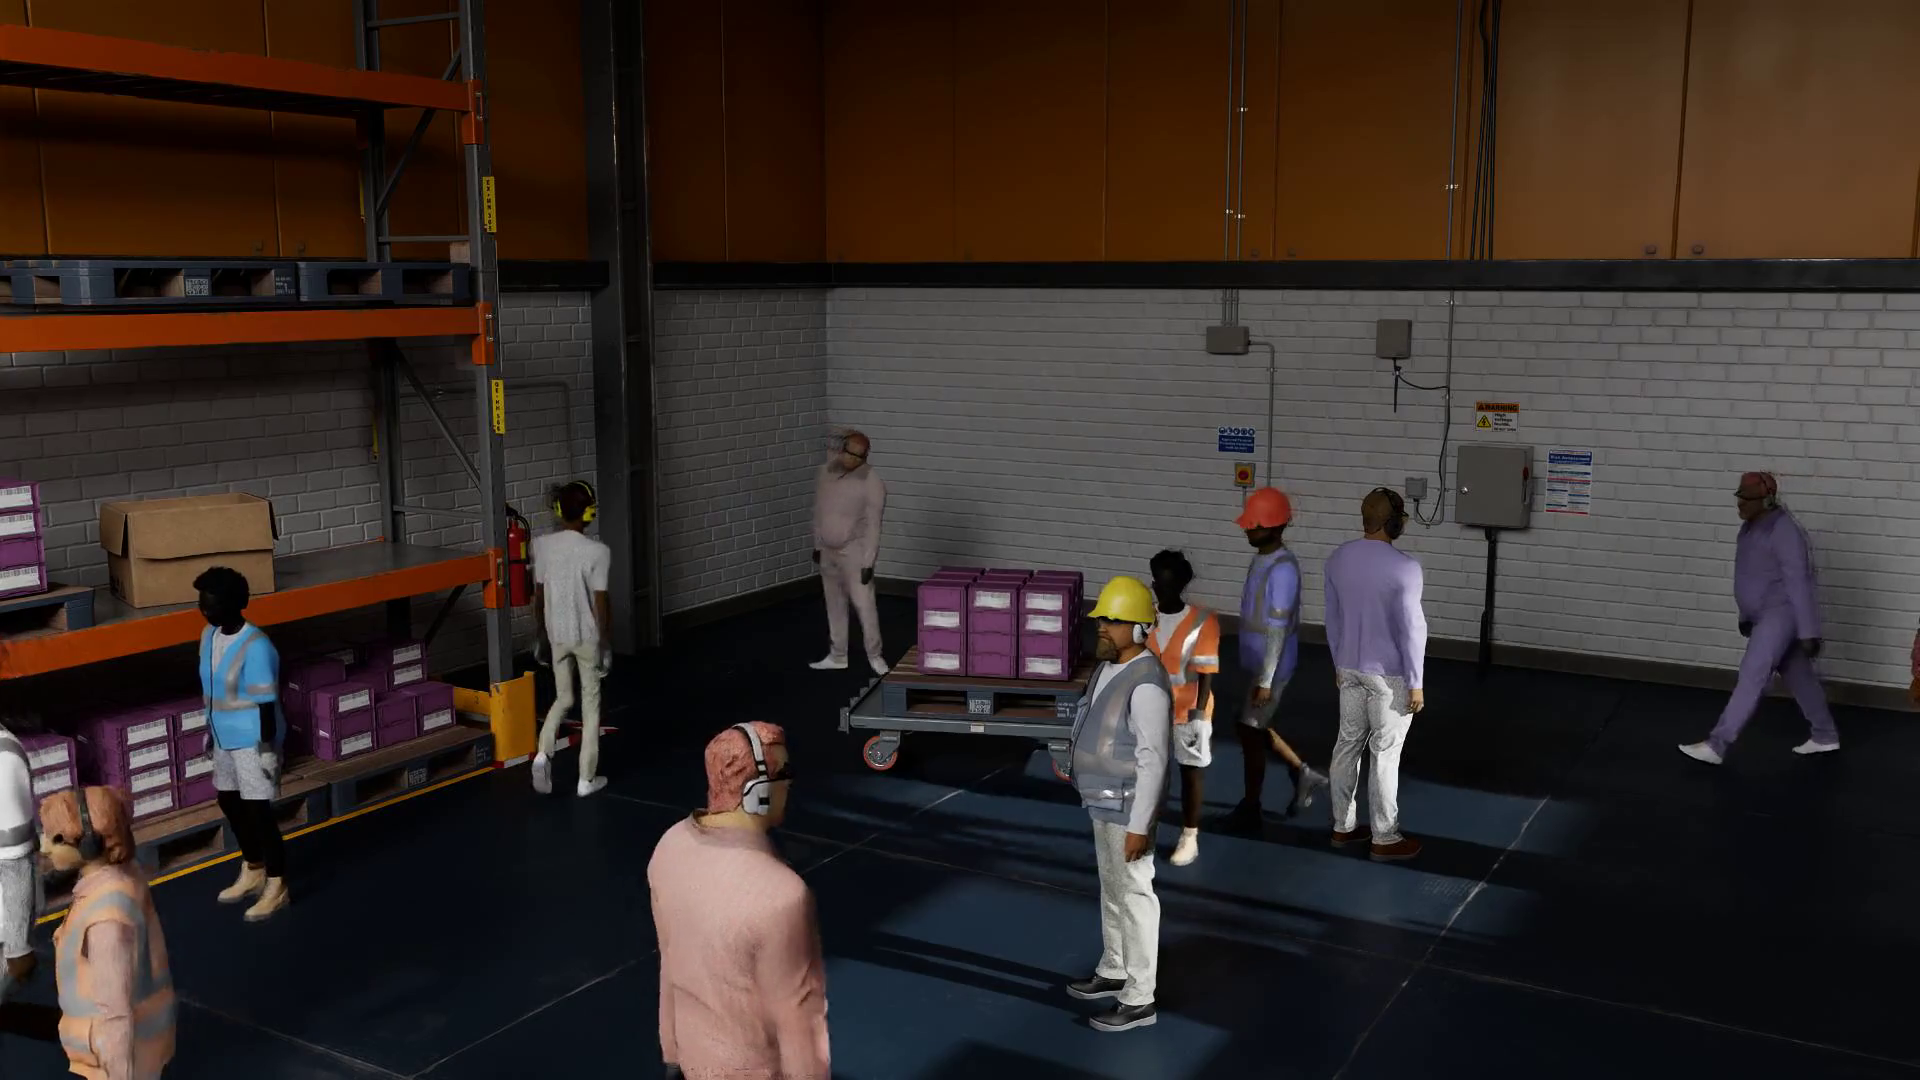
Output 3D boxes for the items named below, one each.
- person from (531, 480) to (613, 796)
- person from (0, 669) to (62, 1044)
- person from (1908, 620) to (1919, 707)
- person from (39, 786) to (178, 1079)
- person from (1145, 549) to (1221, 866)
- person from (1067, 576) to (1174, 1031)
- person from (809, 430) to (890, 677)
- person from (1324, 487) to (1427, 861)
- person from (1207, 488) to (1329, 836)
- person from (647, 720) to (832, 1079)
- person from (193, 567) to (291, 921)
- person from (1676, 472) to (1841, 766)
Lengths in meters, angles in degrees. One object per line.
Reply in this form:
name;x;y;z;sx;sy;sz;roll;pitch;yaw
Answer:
person;-2.242;0.590;9.527;0.535;1.850;0.538;2;9;14
person;-3.145;1.204;5.507;0.763;1.916;0.557;-8;12;-40
person;5.283;0.697;8.578;0.636;1.949;0.896;8;12;41
person;-2.343;1.465;4.763;0.490;1.618;0.527;-4;10;-24
person;1.018;0.879;8.304;0.539;1.662;0.787;5;11;30
person;0.644;1.047;6.722;0.404;1.836;0.597;-2;9;-11
person;-0.863;0.103;12.522;0.730;1.876;0.396;8;12;42
person;2.158;0.689;8.636;0.372;1.940;0.632;-6;11;-33
person;1.694;0.661;8.959;0.624;1.907;0.591;-1;9;-4
person;-0.600;1.402;4.412;0.930;1.871;0.653;-6;11;-35
person;-3.370;0.946;7.826;0.552;1.679;0.370;7;11;36
person;4.993;0.489;10.258;1.063;1.831;0.716;1;9;8
